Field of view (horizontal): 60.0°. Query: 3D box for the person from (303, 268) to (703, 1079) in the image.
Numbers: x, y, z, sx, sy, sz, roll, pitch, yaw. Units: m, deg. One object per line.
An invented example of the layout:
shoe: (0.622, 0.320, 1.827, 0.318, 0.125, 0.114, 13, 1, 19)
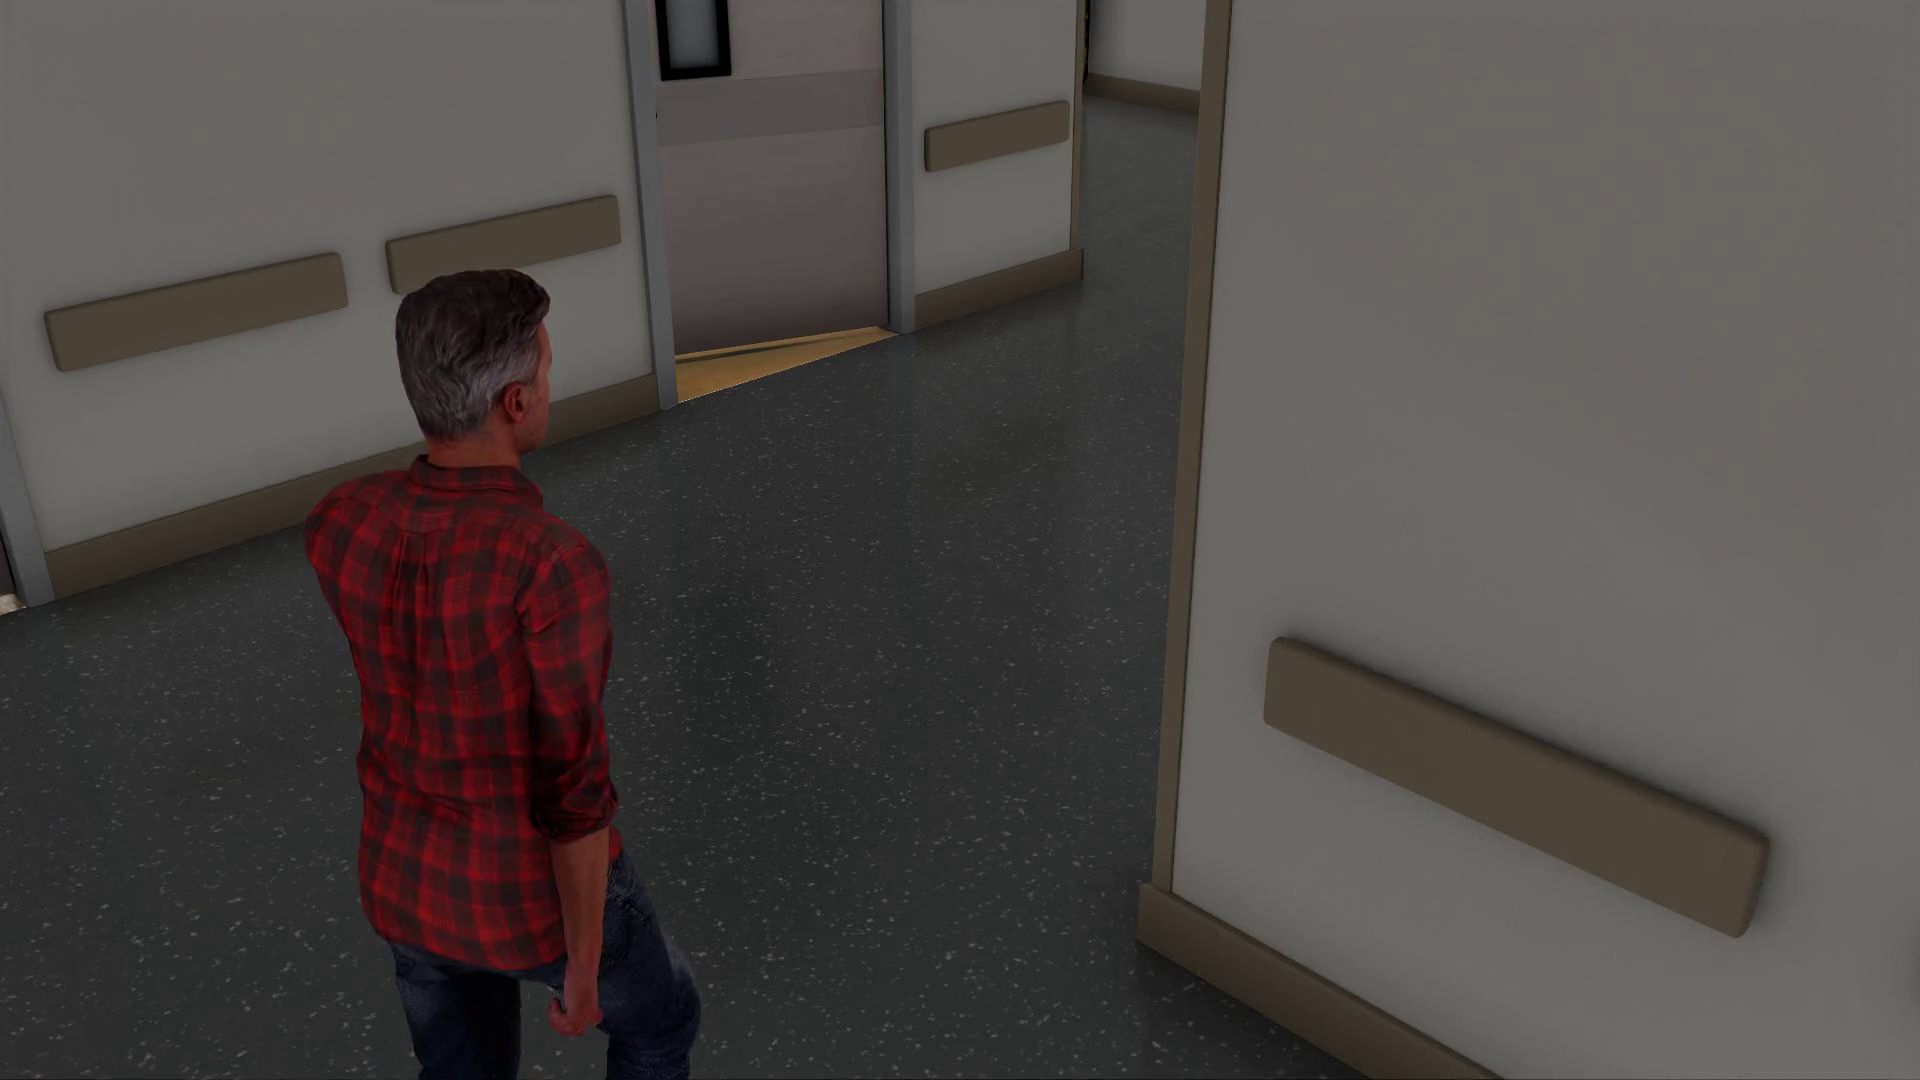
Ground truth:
person: (-0.748, 0.542, 2.424, 0.822, 1.804, 0.898, 12, 28, 24)
